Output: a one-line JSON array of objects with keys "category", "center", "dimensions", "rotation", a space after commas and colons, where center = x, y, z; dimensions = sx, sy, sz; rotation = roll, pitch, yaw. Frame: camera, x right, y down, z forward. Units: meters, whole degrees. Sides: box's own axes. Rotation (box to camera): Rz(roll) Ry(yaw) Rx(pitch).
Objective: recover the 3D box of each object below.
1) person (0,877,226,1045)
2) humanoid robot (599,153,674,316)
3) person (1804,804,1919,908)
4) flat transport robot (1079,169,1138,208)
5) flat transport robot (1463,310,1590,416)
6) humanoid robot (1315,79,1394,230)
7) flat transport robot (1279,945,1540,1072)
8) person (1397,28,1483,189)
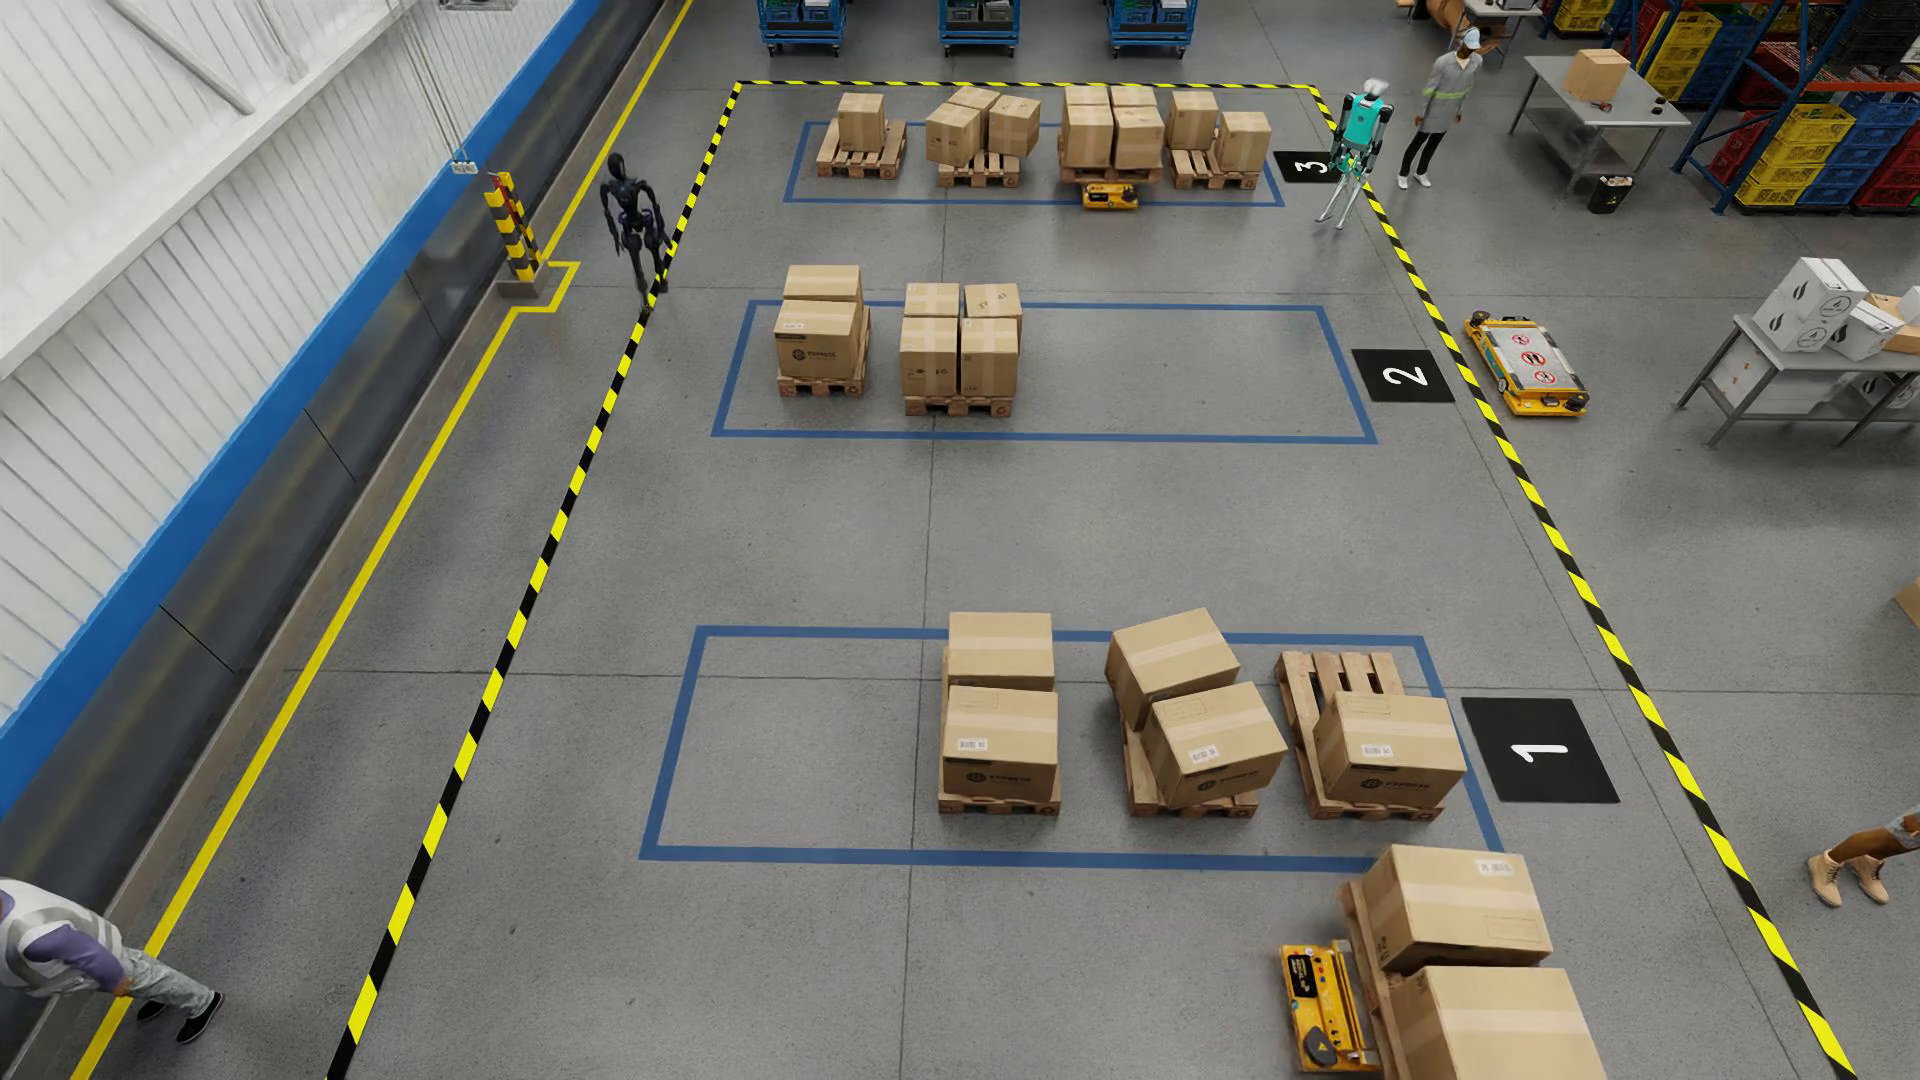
[{"category": "person", "center": [-4.491, 2.127, 4.654], "dimensions": [0.597, 1.836, 0.404], "rotation": [18, 52, 15]}, {"category": "humanoid robot", "center": [-3.254, -3.118, 9.329], "dimensions": [0.591, 1.627, 0.764], "rotation": [-7, 49, -6]}, {"category": "person", "center": [5.611, 1.522, 5.045], "dimensions": [0.613, 2.039, 0.384], "rotation": [-2, 49, -1]}, {"category": "flat transport robot", "center": [1.837, -4.631, 11.523], "dimensions": [0.652, 0.197, 1.431], "rotation": [1, 49, 1]}, {"category": "flat transport robot", "center": [5.573, -1.757, 9.054], "dimensions": [0.659, 0.231, 1.431], "rotation": [1, 49, 1]}, {"category": "humanoid robot", "center": [4.465, -4.337, 10.225], "dimensions": [0.533, 1.681, 0.735], "rotation": [34, 57, 26]}, {"category": "flat transport robot", "center": [2.623, 2.652, 5.219], "dimensions": [1.431, 0.197, 0.652], "rotation": [1, 49, 1]}, {"category": "person", "center": [5.733, -5.097, 10.898], "dimensions": [0.596, 1.850, 0.396], "rotation": [-7, 50, -6]}]
